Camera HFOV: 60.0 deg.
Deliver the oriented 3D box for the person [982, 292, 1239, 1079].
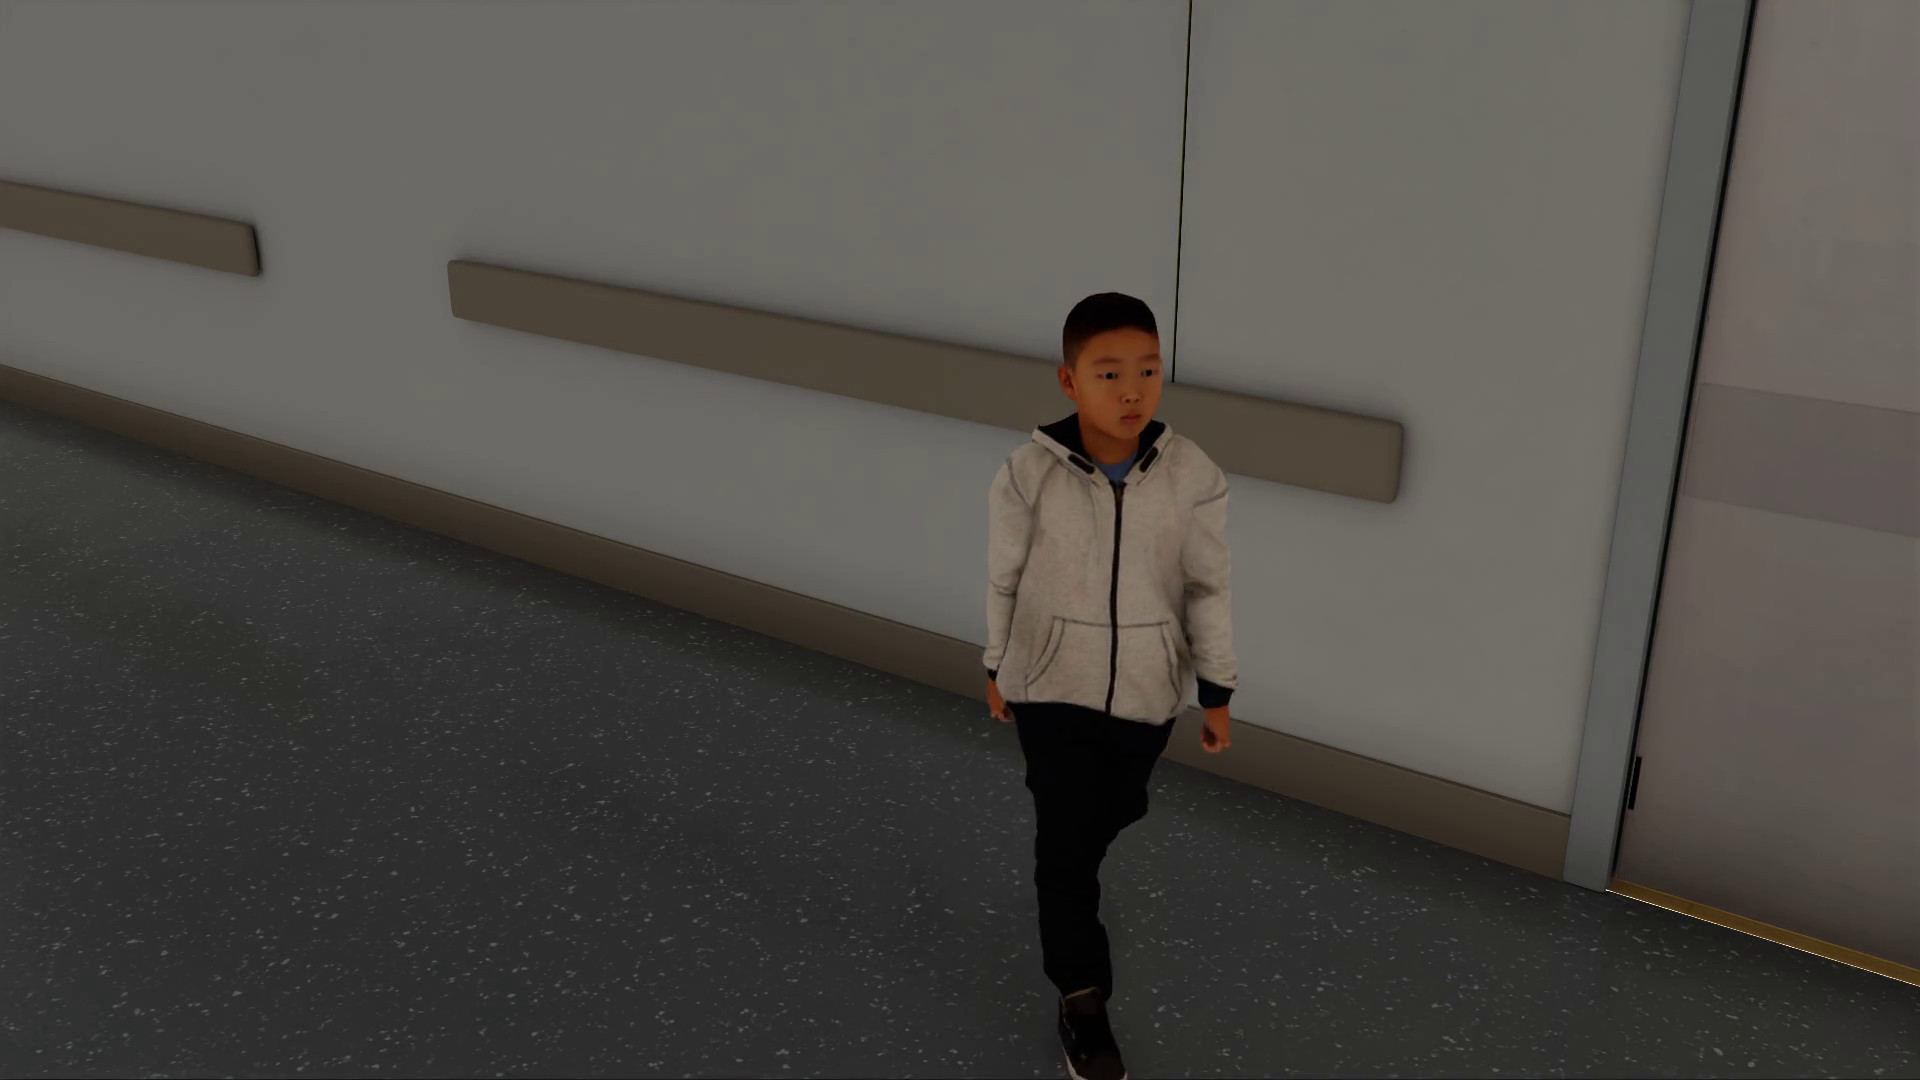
[{"bbox_3d":[0.243,0.233,3.134,0.972,1.436,1.029,-4,21,-11],"label":"person"}]
